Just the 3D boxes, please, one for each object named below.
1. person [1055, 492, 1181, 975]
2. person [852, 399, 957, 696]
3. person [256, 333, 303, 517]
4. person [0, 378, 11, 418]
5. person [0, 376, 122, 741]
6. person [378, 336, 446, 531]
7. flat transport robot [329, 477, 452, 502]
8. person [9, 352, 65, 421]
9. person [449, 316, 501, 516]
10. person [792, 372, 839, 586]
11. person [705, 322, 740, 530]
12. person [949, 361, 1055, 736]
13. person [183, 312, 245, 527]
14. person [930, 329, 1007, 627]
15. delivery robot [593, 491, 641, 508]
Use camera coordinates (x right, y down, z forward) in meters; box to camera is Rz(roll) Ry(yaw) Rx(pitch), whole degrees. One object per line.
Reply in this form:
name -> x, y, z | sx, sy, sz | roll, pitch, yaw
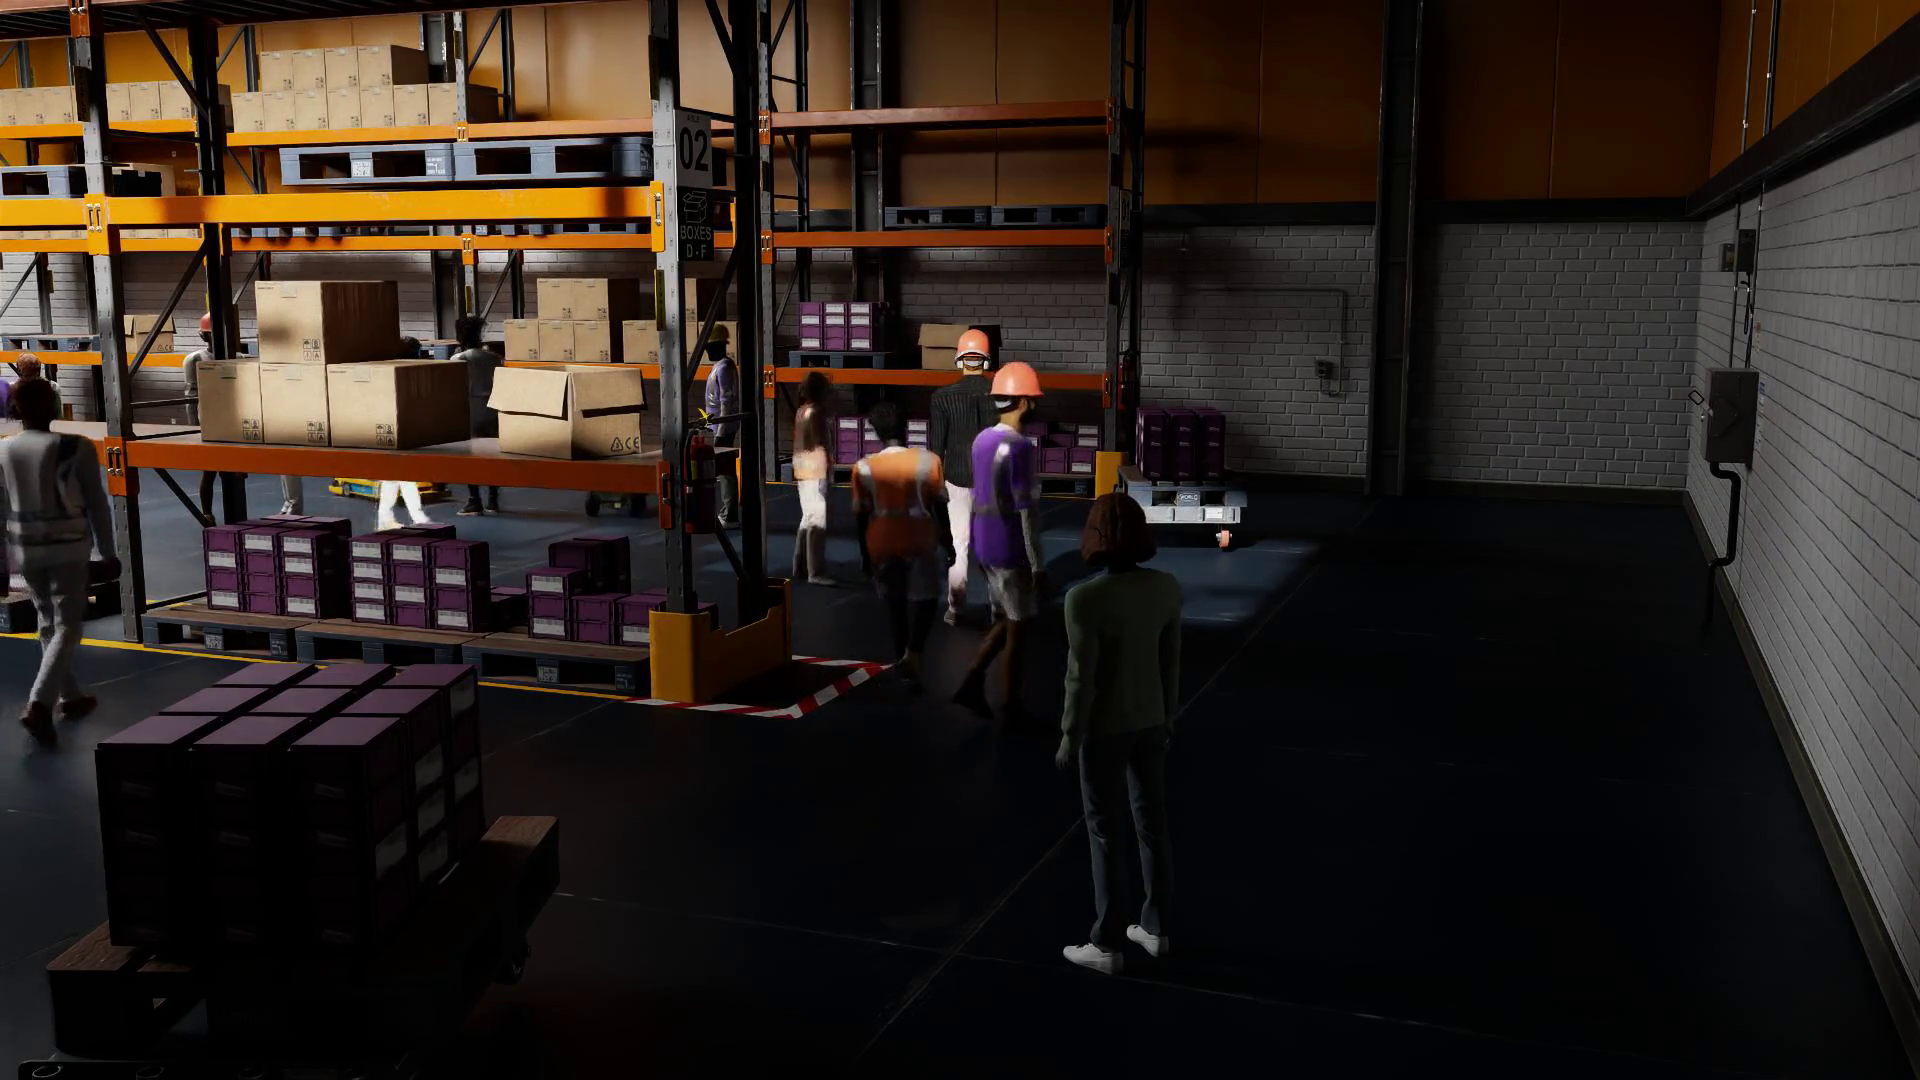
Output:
person -> 0.538, 0.649, 5.656 | 0.507, 1.631, 0.276 | -7, 11, -36
person -> -0.325, 0.065, 9.204 | 0.585, 1.664, 0.615 | 1, 9, 9
person -> -6.370, -1.063, 15.619 | 0.358, 1.886, 0.574 | -4, 10, -26
person -> -7.789, -0.656, 13.235 | 0.387, 1.837, 0.567 | 3, 10, 19
person -> -4.686, 0.085, 8.522 | 0.573, 1.857, 0.905 | 0, 9, -1
person -> -5.014, -0.948, 15.161 | 0.847, 1.801, 0.630 | 2, 9, 13
flat transport robot -> -6.046, -0.576, 17.613 | 1.431, 0.197, 0.652 | 9, 12, 43
person -> -8.631, -0.927, 15.535 | 0.522, 1.640, 0.306 | -9, 12, -43
person -> -4.750, -1.203, 16.325 | 0.361, 1.963, 0.672 | 6, 11, 35
person -> -1.127, -0.460, 12.677 | 0.328, 1.621, 0.562 | -2, 9, -15
person -> -2.215, -1.048, 15.403 | 0.368, 1.926, 0.587 | -2, 9, -11
person -> 0.257, 0.059, 8.470 | 0.422, 1.925, 0.577 | -3, 10, -20
person -> -6.615, -1.031, 14.925 | 0.385, 2.041, 0.615 | 5, 10, 30
person -> 0.096, -0.409, 11.170 | 0.610, 1.996, 0.379 | -1, 9, -6
delivery robot -> -3.352, -0.570, 16.391 | 0.477, 0.478, 0.707 | 1, 9, 6
